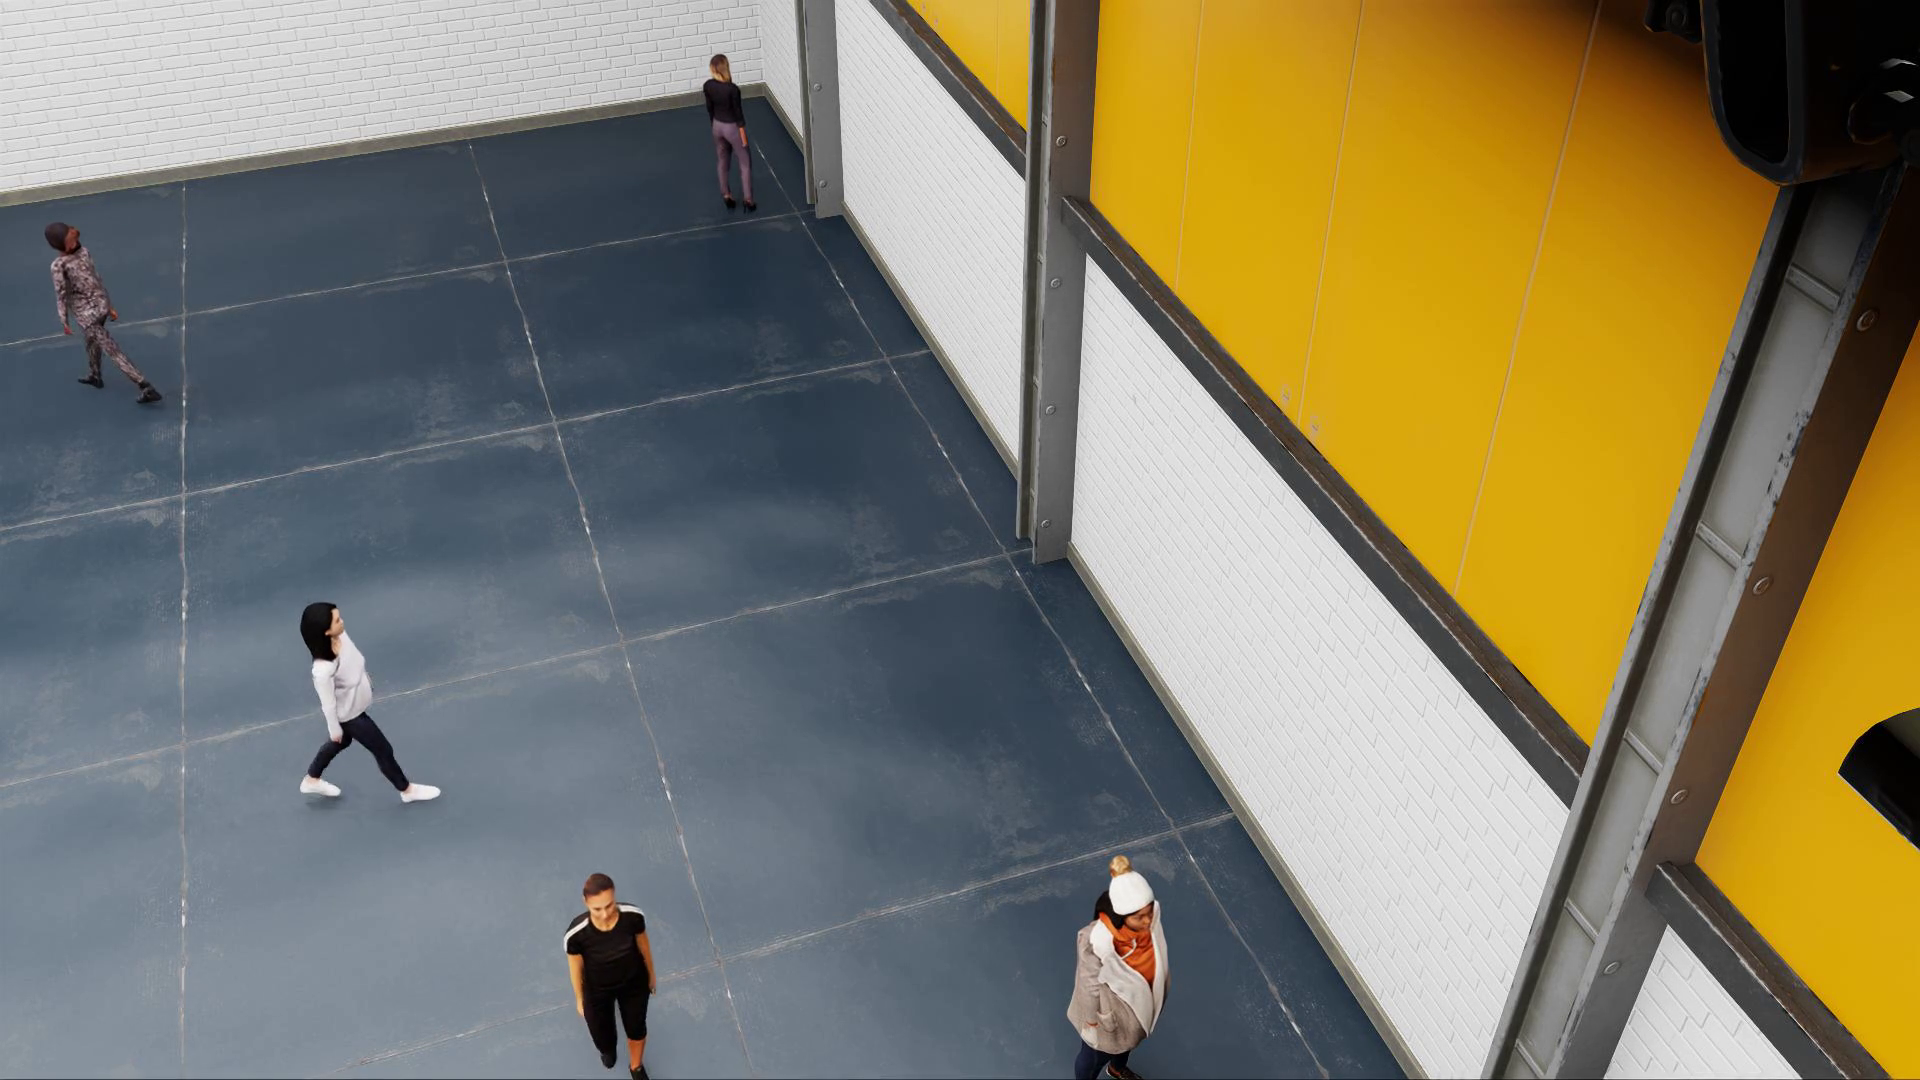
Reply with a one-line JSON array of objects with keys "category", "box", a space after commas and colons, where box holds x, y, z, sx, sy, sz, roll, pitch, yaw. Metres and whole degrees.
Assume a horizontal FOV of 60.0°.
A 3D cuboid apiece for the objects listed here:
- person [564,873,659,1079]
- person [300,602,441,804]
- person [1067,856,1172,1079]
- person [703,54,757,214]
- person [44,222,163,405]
[{"category": "person", "box": [-1.859, 2.301, 8.831, 0.610, 1.660, 0.693, -15, 41, -18]}, {"category": "person", "box": [-3.918, 1.061, 10.383, 0.829, 1.662, 1.099, -6, 39, -8]}, {"category": "person", "box": [0.813, 2.333, 8.607, 0.789, 1.890, 0.801, -31, 48, -33]}, {"category": "person", "box": [-2.376, -4.074, 16.811, 0.686, 1.664, 0.753, 18, 42, 22]}, {"category": "person", "box": [-7.254, -1.861, 14.035, 1.106, 1.669, 1.146, 11, 40, 13]}]
